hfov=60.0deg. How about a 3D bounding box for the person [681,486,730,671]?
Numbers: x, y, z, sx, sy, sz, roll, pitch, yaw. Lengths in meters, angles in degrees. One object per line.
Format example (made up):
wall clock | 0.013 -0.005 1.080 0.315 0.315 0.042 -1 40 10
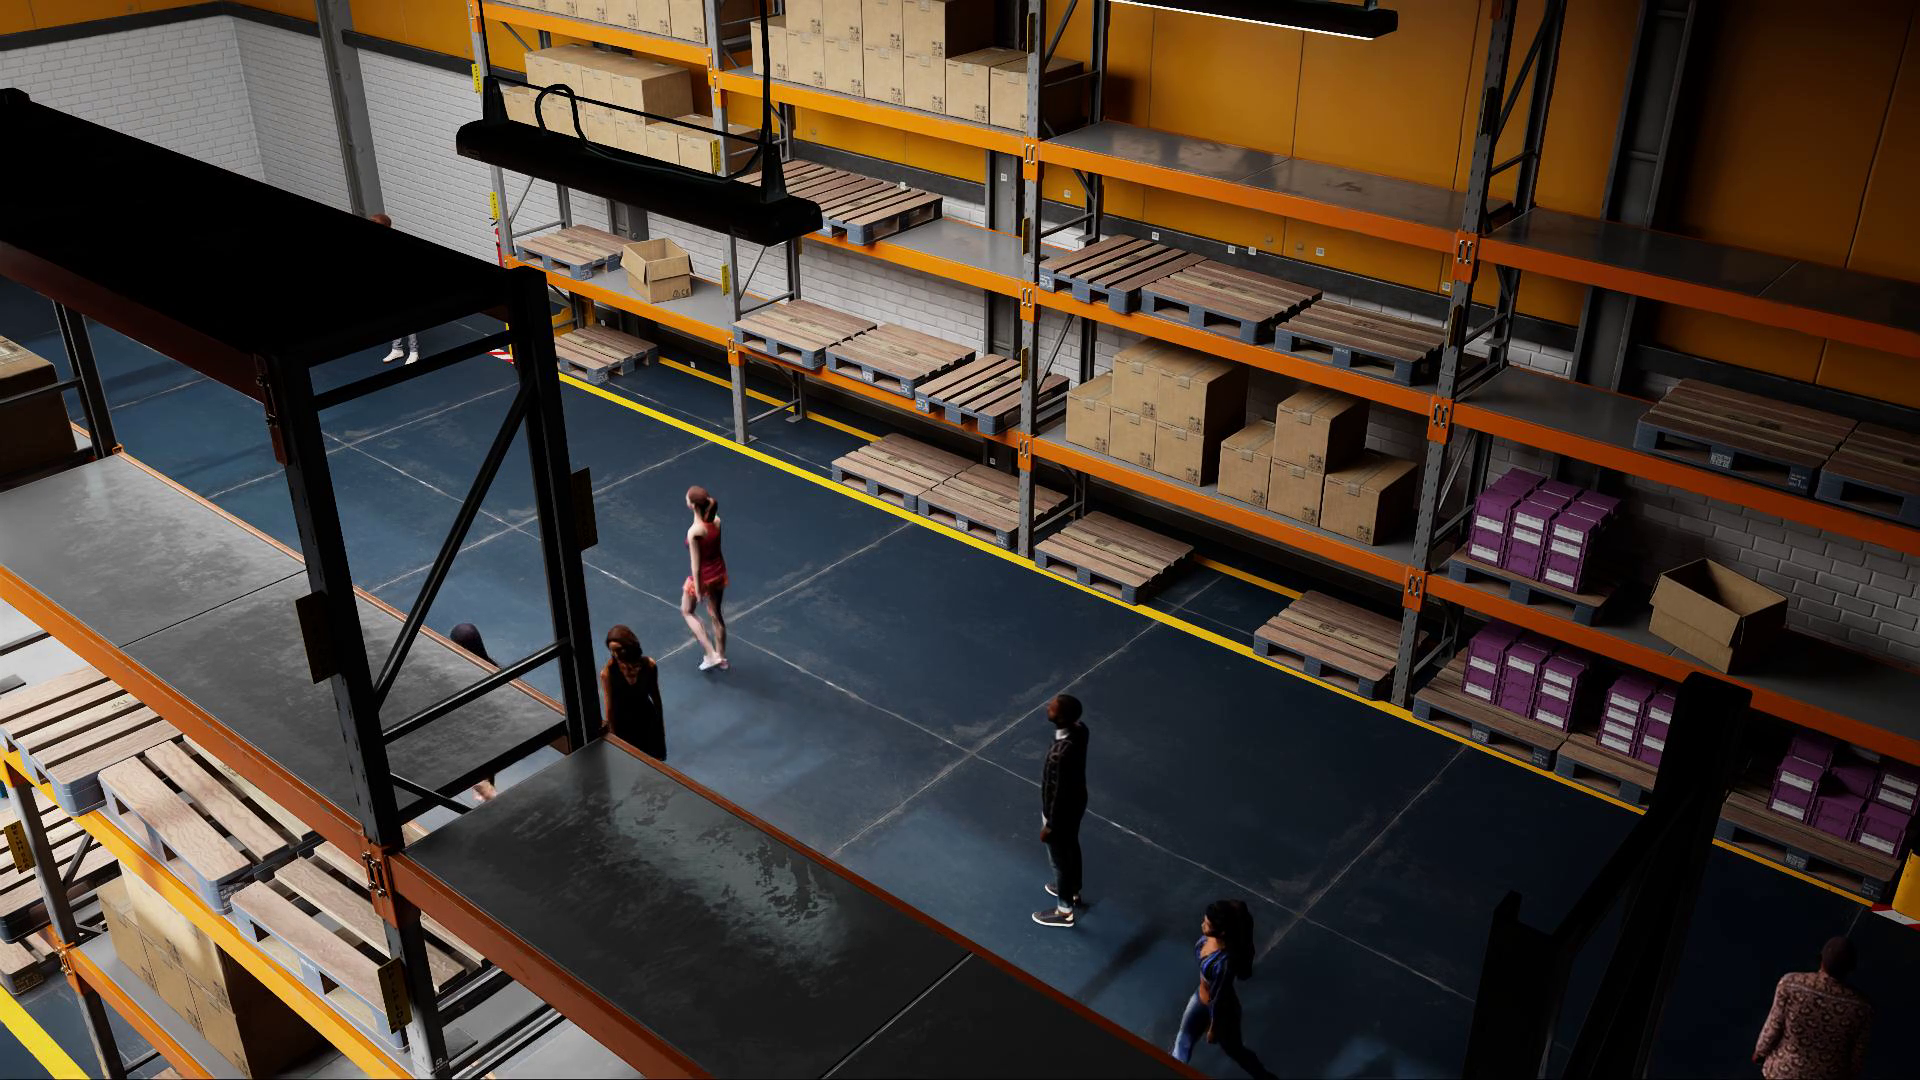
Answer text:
person | -2.078 0.359 14.063 0.618 1.740 0.544 21 35 33

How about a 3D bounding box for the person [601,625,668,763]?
person | -2.395 1.367 12.150 0.951 1.802 1.205 -12 31 -20

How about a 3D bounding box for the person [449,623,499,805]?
person | -3.516 1.401 12.207 0.889 1.687 0.590 23 36 35

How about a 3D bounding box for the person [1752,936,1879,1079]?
person | 4.706 2.943 9.255 0.622 1.808 0.800 13 31 22

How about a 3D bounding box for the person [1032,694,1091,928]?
person | 0.719 1.821 11.299 0.671 1.820 0.730 11 30 19

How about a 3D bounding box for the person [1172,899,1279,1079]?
person | 1.592 2.768 9.811 1.097 1.583 1.067 -4 29 -7

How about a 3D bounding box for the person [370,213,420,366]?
person | -6.865 -3.061 20.178 0.621 1.888 0.788 11 30 19
